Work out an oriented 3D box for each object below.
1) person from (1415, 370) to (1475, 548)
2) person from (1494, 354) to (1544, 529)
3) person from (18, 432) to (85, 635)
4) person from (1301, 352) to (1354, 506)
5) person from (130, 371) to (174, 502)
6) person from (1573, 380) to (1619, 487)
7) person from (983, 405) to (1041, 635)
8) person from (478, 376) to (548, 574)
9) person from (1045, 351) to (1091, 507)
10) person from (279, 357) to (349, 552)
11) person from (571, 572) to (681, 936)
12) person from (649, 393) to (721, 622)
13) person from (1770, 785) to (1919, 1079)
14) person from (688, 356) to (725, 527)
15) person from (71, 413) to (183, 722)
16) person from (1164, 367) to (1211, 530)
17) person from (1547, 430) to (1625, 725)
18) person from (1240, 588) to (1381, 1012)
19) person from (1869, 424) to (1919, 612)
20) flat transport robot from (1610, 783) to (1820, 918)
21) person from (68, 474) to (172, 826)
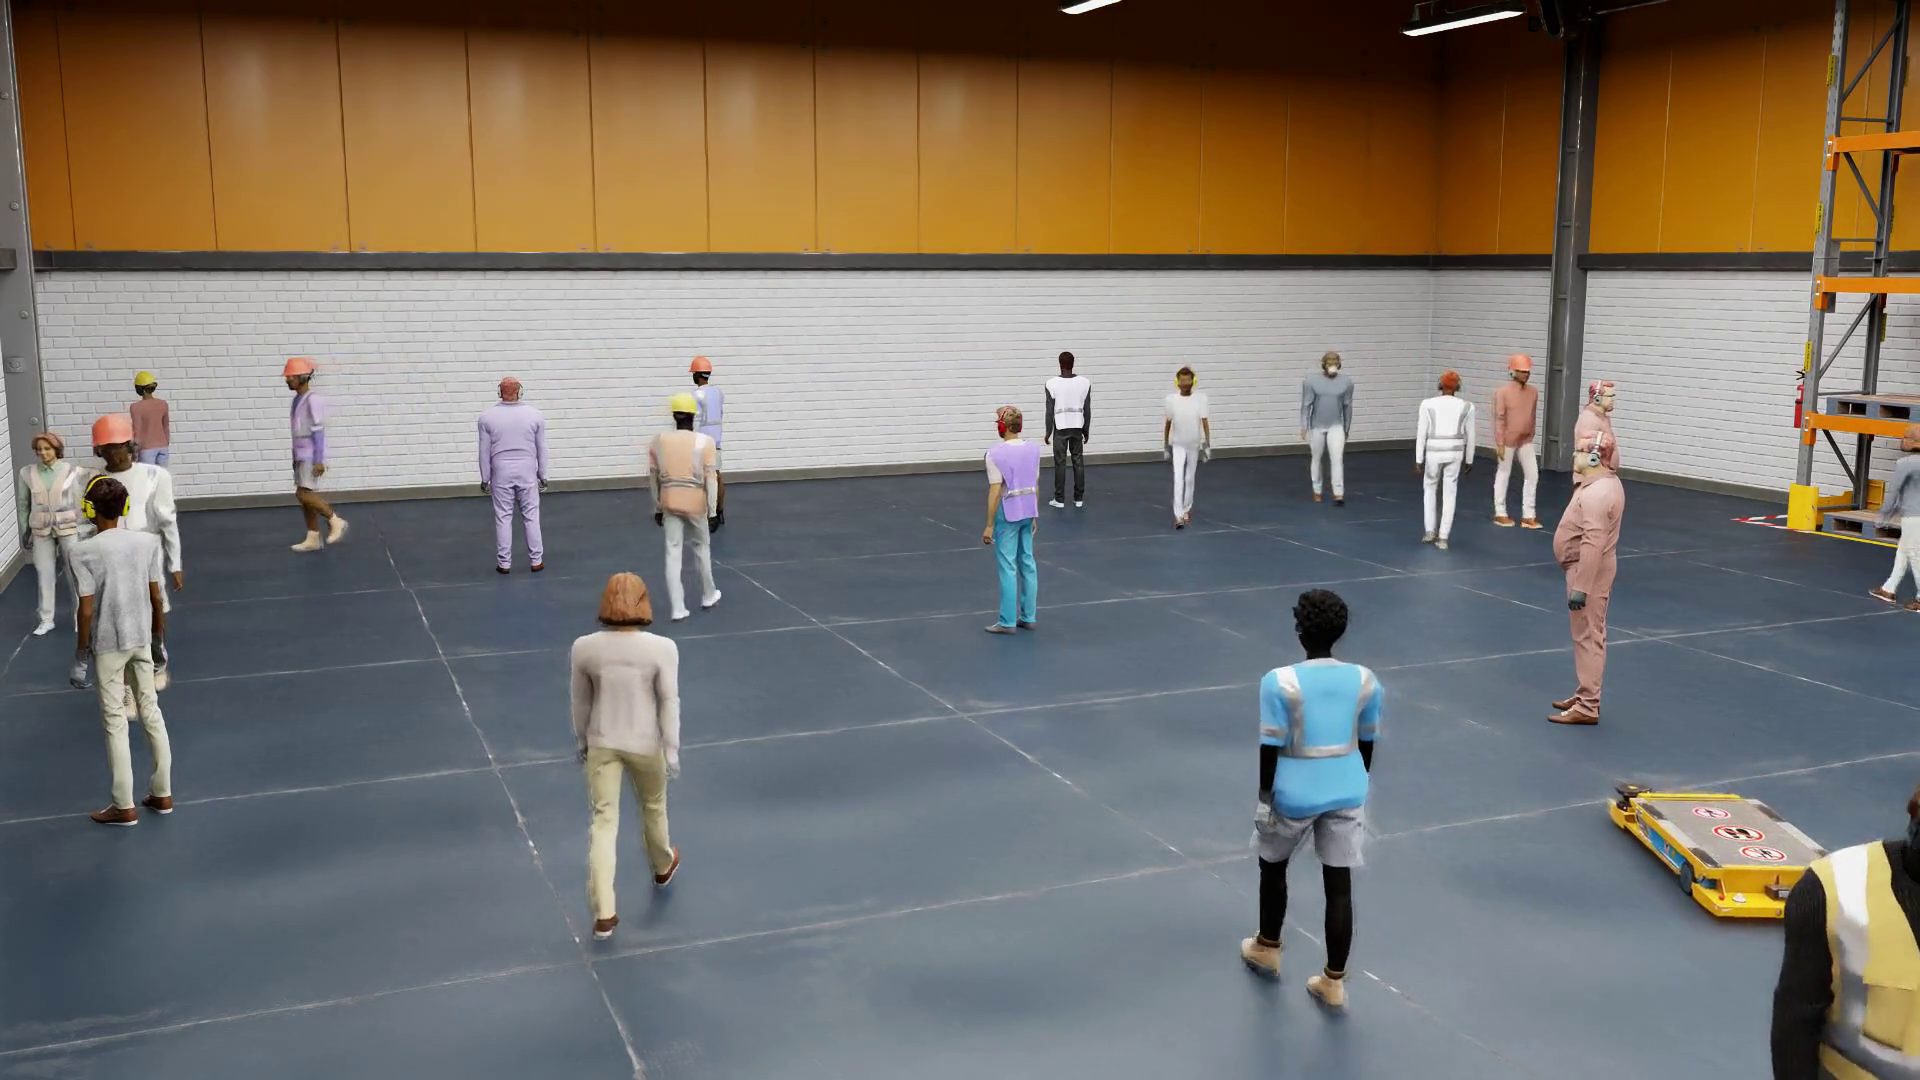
[{"bbox_3d":[5.125,-0.864,17.601,0.612,1.862,0.688,2,10,10],"label":"person"},{"bbox_3d":[6.293,-1.090,18.663,0.641,1.960,0.823,-3,10,-18],"label":"person"},{"bbox_3d":[-7.264,-0.051,13.367,0.523,1.638,0.310,-2,10,-13],"label":"person"},{"bbox_3d":[4.537,-1.362,20.548,0.656,1.893,0.983,1,9,6],"label":"person"},{"bbox_3d":[-9.218,-1.036,18.943,0.306,1.772,0.527,3,10,18],"label":"person"},{"bbox_3d":[5.916,-0.535,15.492,0.399,1.907,0.644,4,10,24],"label":"person"},{"bbox_3d":[0.426,-0.153,13.355,0.565,1.847,0.396,-9,13,-42],"label":"person"},{"bbox_3d":[-4.305,-0.628,16.055,0.649,1.906,0.401,-3,10,-17],"label":"person"},{"bbox_3d":[1.320,-1.353,20.424,0.591,1.916,0.393,-2,10,-14],"label":"person"},{"bbox_3d":[-6.726,-0.877,17.197,0.492,2.024,0.626,-8,12,-40],"label":"person"},{"bbox_3d":[-1.511,0.930,7.585,0.518,1.583,0.881,0,9,2],"label":"person"},{"bbox_3d":[-2.297,-0.300,14.092,0.617,1.888,0.898,1,9,8],"label":"person"},{"bbox_3d":[2.290,1.418,3.977,0.657,1.812,0.580,4,10,23],"label":"person"},{"bbox_3d":[-2.909,-1.114,18.900,0.375,1.939,0.546,6,11,31],"label":"person"},{"bbox_3d":[-5.536,0.143,11.096,0.618,2.013,0.943,-4,10,-25],"label":"person"},{"bbox_3d":[2.570,-1.044,18.849,0.513,1.820,0.980,0,9,2],"label":"person"},{"bbox_3d":[4.052,0.239,10.783,0.411,1.913,0.643,4,10,25],"label":"person"},{"bbox_3d":[1.410,1.015,6.781,0.555,1.665,0.727,-2,10,-13],"label":"person"},{"bbox_3d":[8.172,-0.205,14.407,0.520,1.599,0.792,-4,10,-25],"label":"person"},{"bbox_3d":[3.754,1.496,8.129,0.652,0.197,1.431,0,9,3],"label":"flat transport robot"},{"bbox_3d":[-4.469,0.581,8.831,0.327,1.874,0.519,6,11,31],"label":"person"}]
